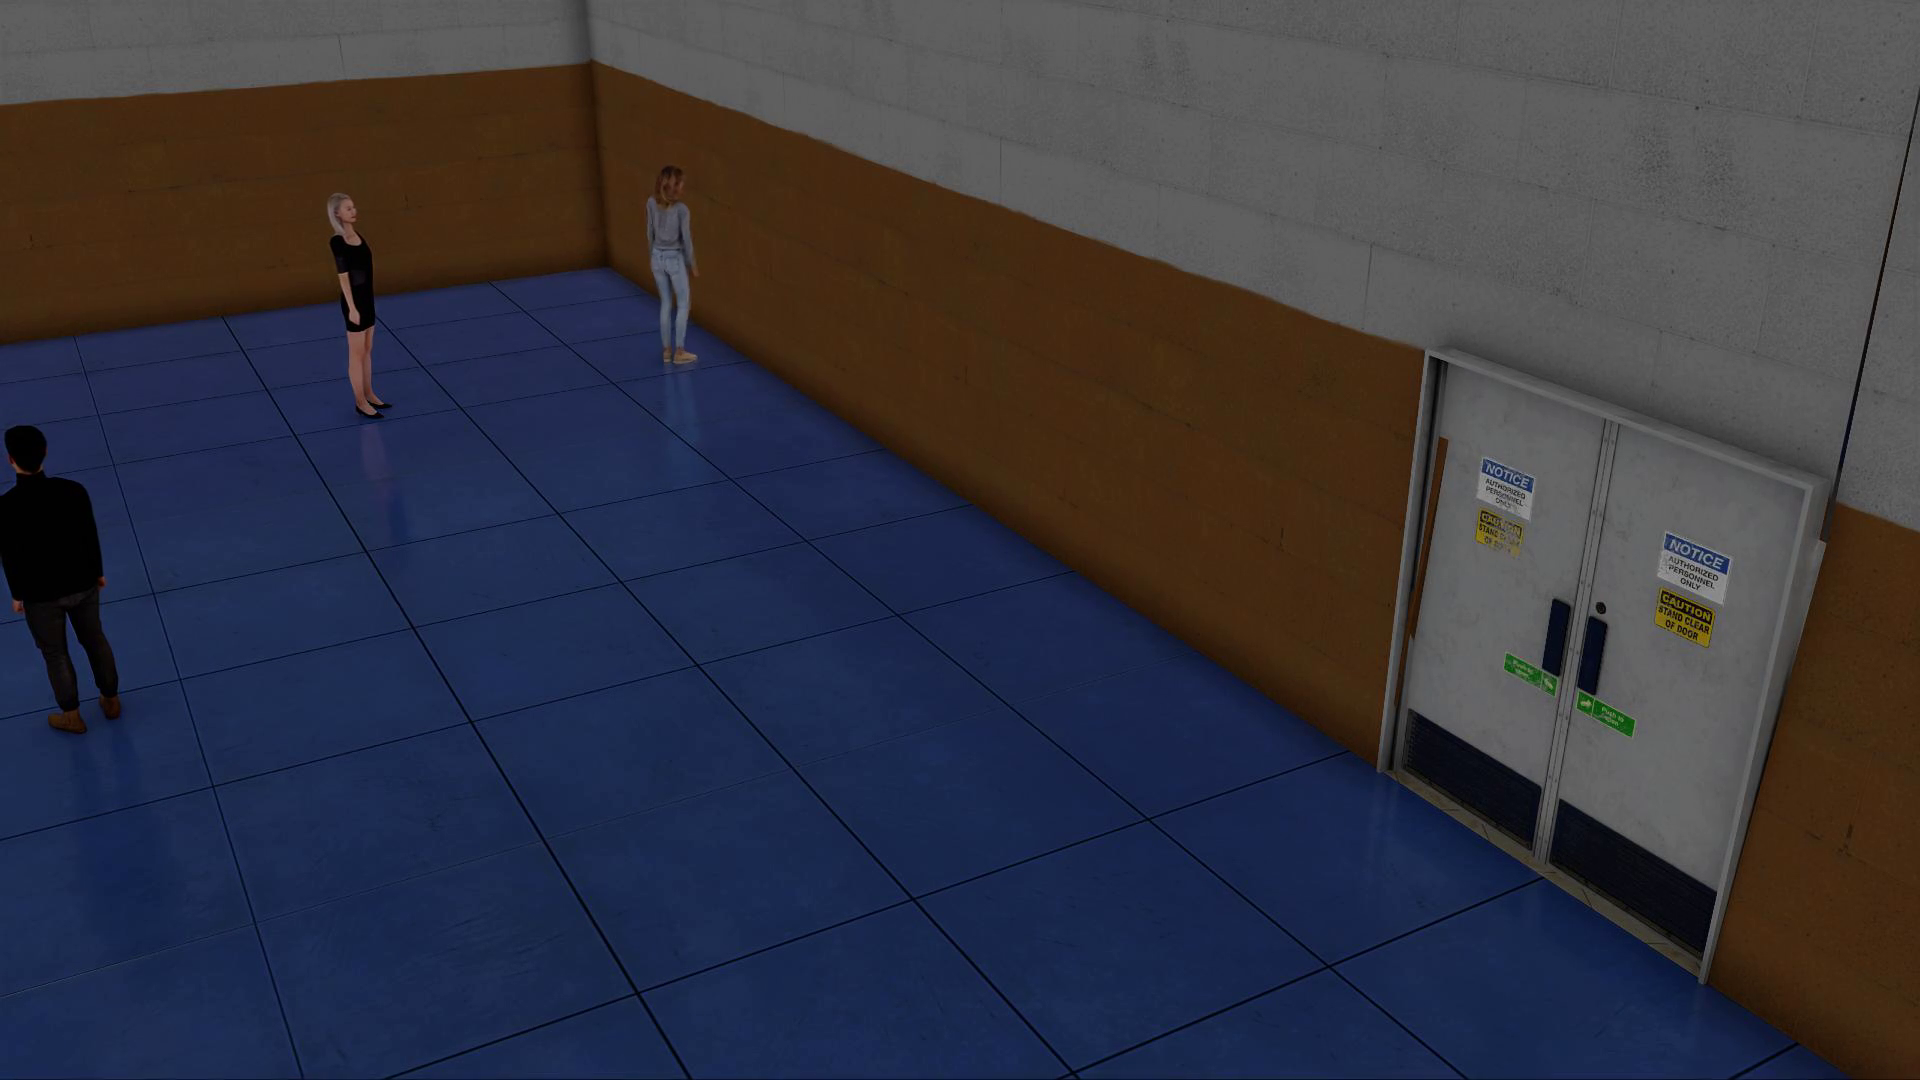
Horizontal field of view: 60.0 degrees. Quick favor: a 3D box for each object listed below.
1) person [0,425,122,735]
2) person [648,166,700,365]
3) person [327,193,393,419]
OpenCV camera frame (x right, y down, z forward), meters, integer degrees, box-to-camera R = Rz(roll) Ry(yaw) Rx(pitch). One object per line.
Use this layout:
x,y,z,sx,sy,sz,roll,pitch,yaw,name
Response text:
-4.810,0.208,8.856,0.770,1.723,0.606,18,30,36,person
-2.592,-2.465,14.878,0.702,1.792,0.719,6,24,14,person
-4.924,-1.915,13.574,0.660,1.829,0.655,0,24,1,person
